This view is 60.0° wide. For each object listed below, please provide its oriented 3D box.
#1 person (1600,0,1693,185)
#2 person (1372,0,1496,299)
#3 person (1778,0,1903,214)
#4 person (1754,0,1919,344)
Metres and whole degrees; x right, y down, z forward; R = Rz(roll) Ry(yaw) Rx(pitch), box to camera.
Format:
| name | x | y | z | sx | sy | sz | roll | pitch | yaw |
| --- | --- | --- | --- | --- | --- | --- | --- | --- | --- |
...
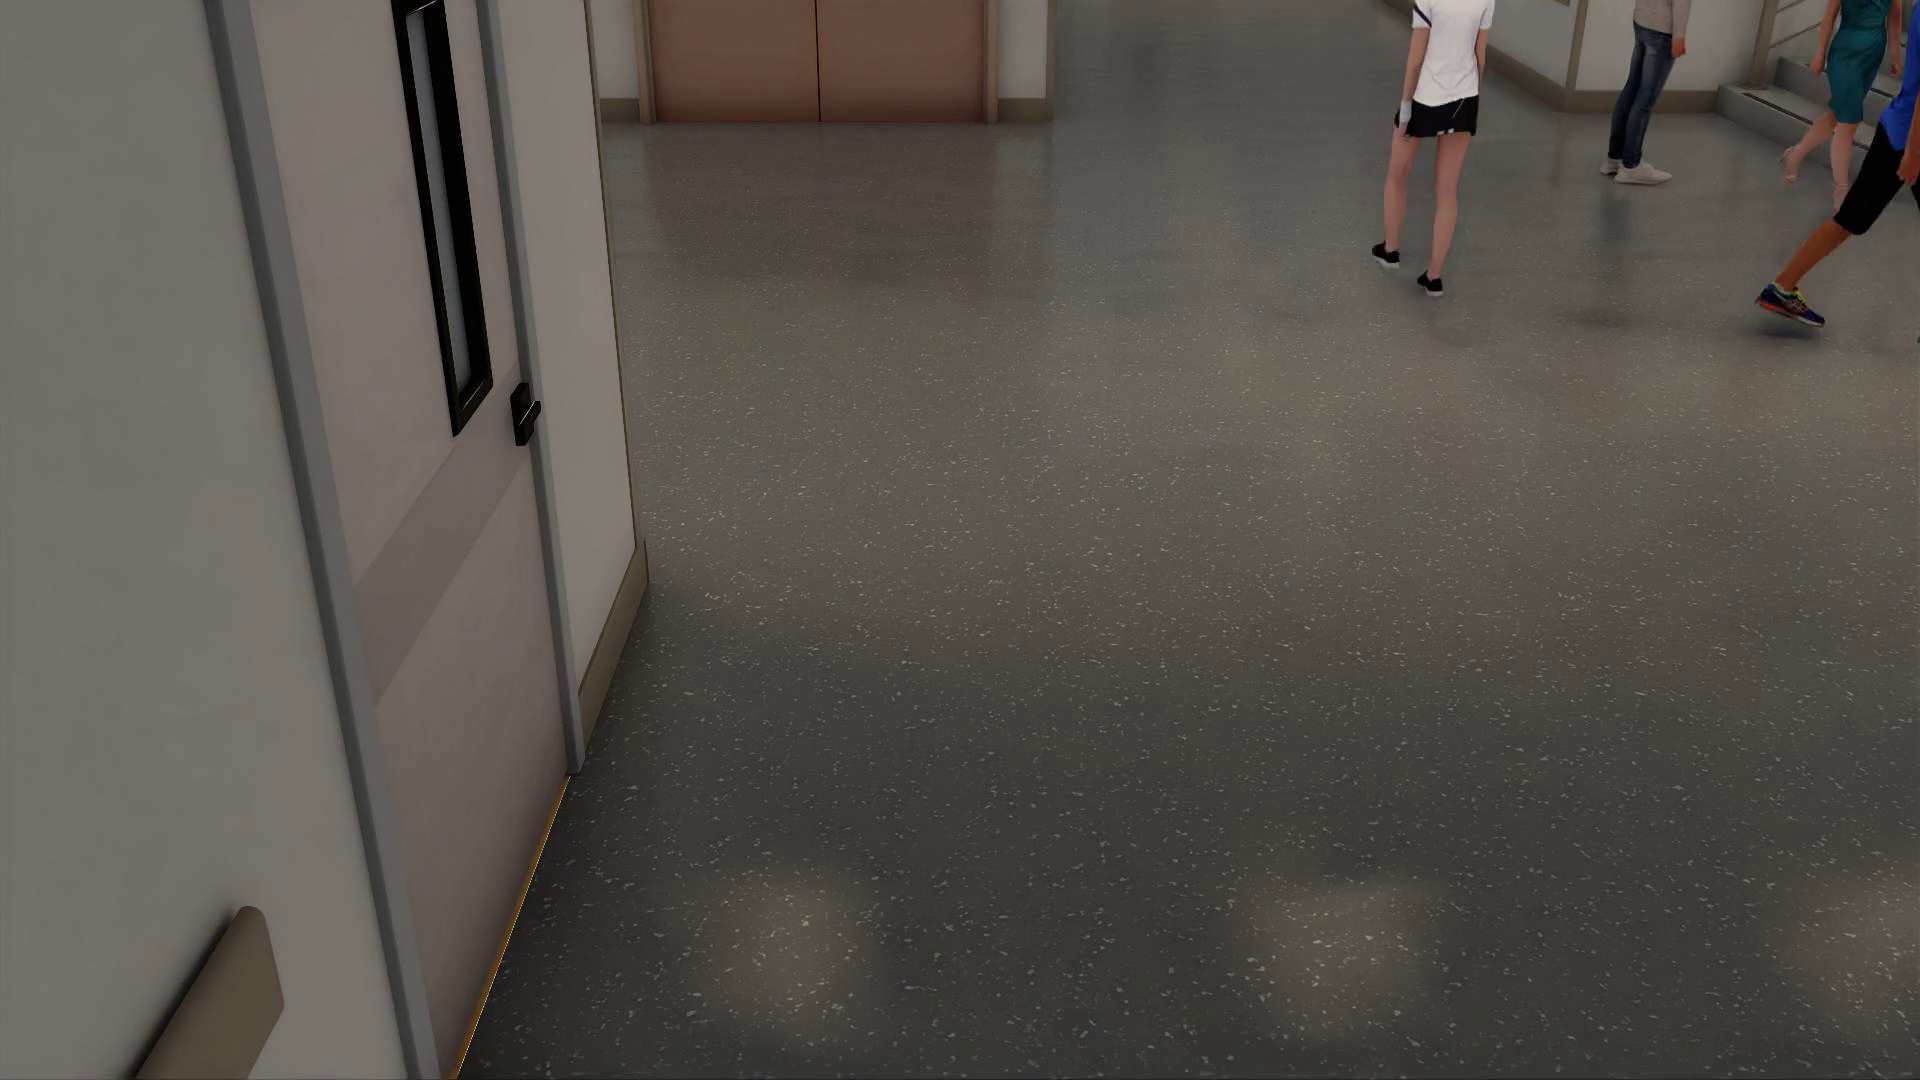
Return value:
| name | x | y | z | sx | sy | sz | roll | pitch | yaw |
| --- | --- | --- | --- | --- | --- | --- | --- | --- | --- |
| person | 4.209 | -3.118 | 10.055 | 0.542 | 1.850 | 0.662 | 0 | 26 | 0 |
| person | 2.298 | -2.012 | 7.903 | 0.841 | 1.726 | 0.651 | -2 | 26 | -4 |
| person | 5.027 | -2.713 | 9.445 | 1.002 | 1.650 | 0.730 | -5 | 26 | -10 |
| person | 4.037 | -1.733 | 7.210 | 1.287 | 1.826 | 0.878 | 8 | 27 | 16 |
